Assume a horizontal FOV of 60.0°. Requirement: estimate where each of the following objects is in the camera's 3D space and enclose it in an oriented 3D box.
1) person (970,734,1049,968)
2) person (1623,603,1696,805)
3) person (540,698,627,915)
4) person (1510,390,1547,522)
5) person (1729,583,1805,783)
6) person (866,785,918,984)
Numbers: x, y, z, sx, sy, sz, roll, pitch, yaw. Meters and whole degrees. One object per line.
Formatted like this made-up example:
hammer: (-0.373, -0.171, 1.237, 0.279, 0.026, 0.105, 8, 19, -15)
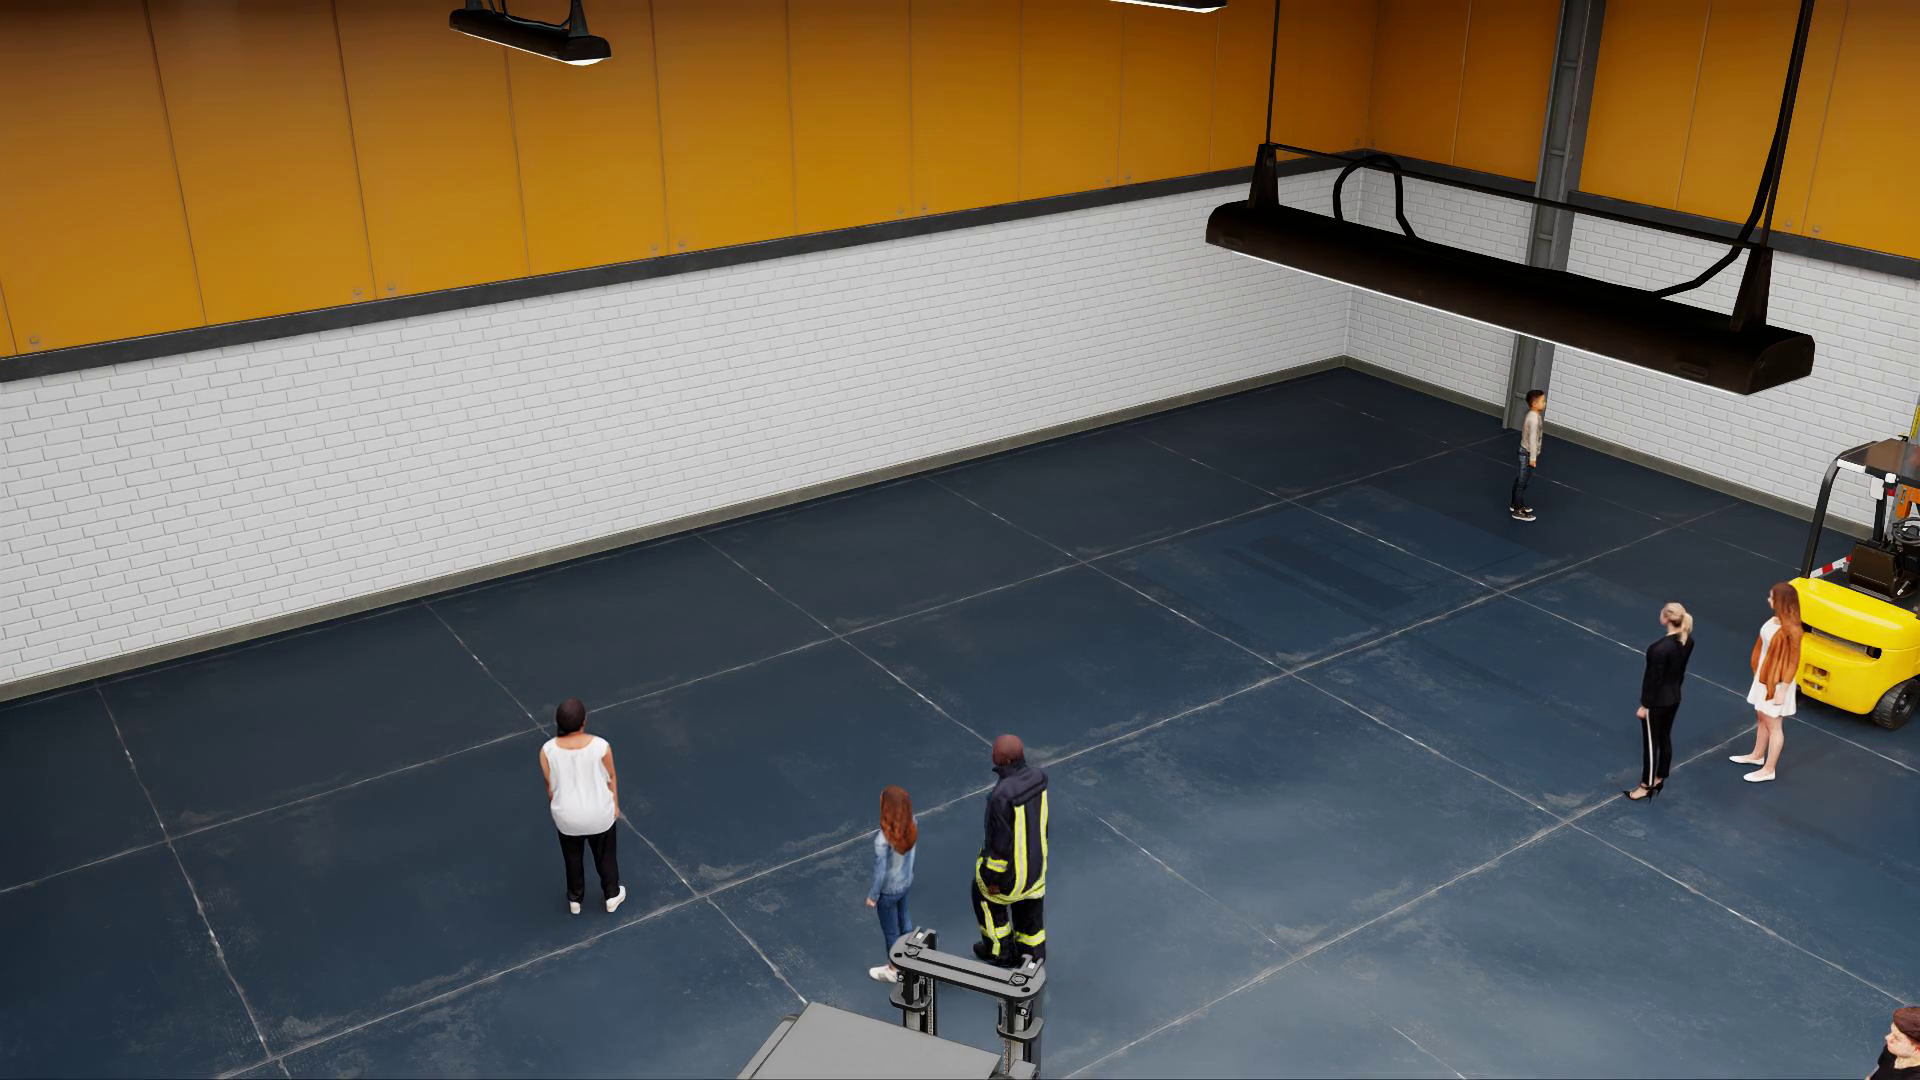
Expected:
person: (0.429, 2.114, 10.937, 0.840, 1.797, 0.852, -21, 31, -40)
person: (5.477, 1.273, 12.978, 0.604, 1.704, 0.504, -15, 28, -31)
person: (-2.641, 1.855, 11.667, 0.759, 1.688, 0.783, -1, 24, -2)
person: (6.285, -0.962, 18.390, 0.679, 1.464, 0.631, 6, 24, 13)
person: (6.529, 1.123, 13.313, 0.784, 1.709, 0.702, 1, 24, 3)
person: (-0.415, 2.270, 10.976, 0.648, 1.481, 0.652, 13, 27, 28)
